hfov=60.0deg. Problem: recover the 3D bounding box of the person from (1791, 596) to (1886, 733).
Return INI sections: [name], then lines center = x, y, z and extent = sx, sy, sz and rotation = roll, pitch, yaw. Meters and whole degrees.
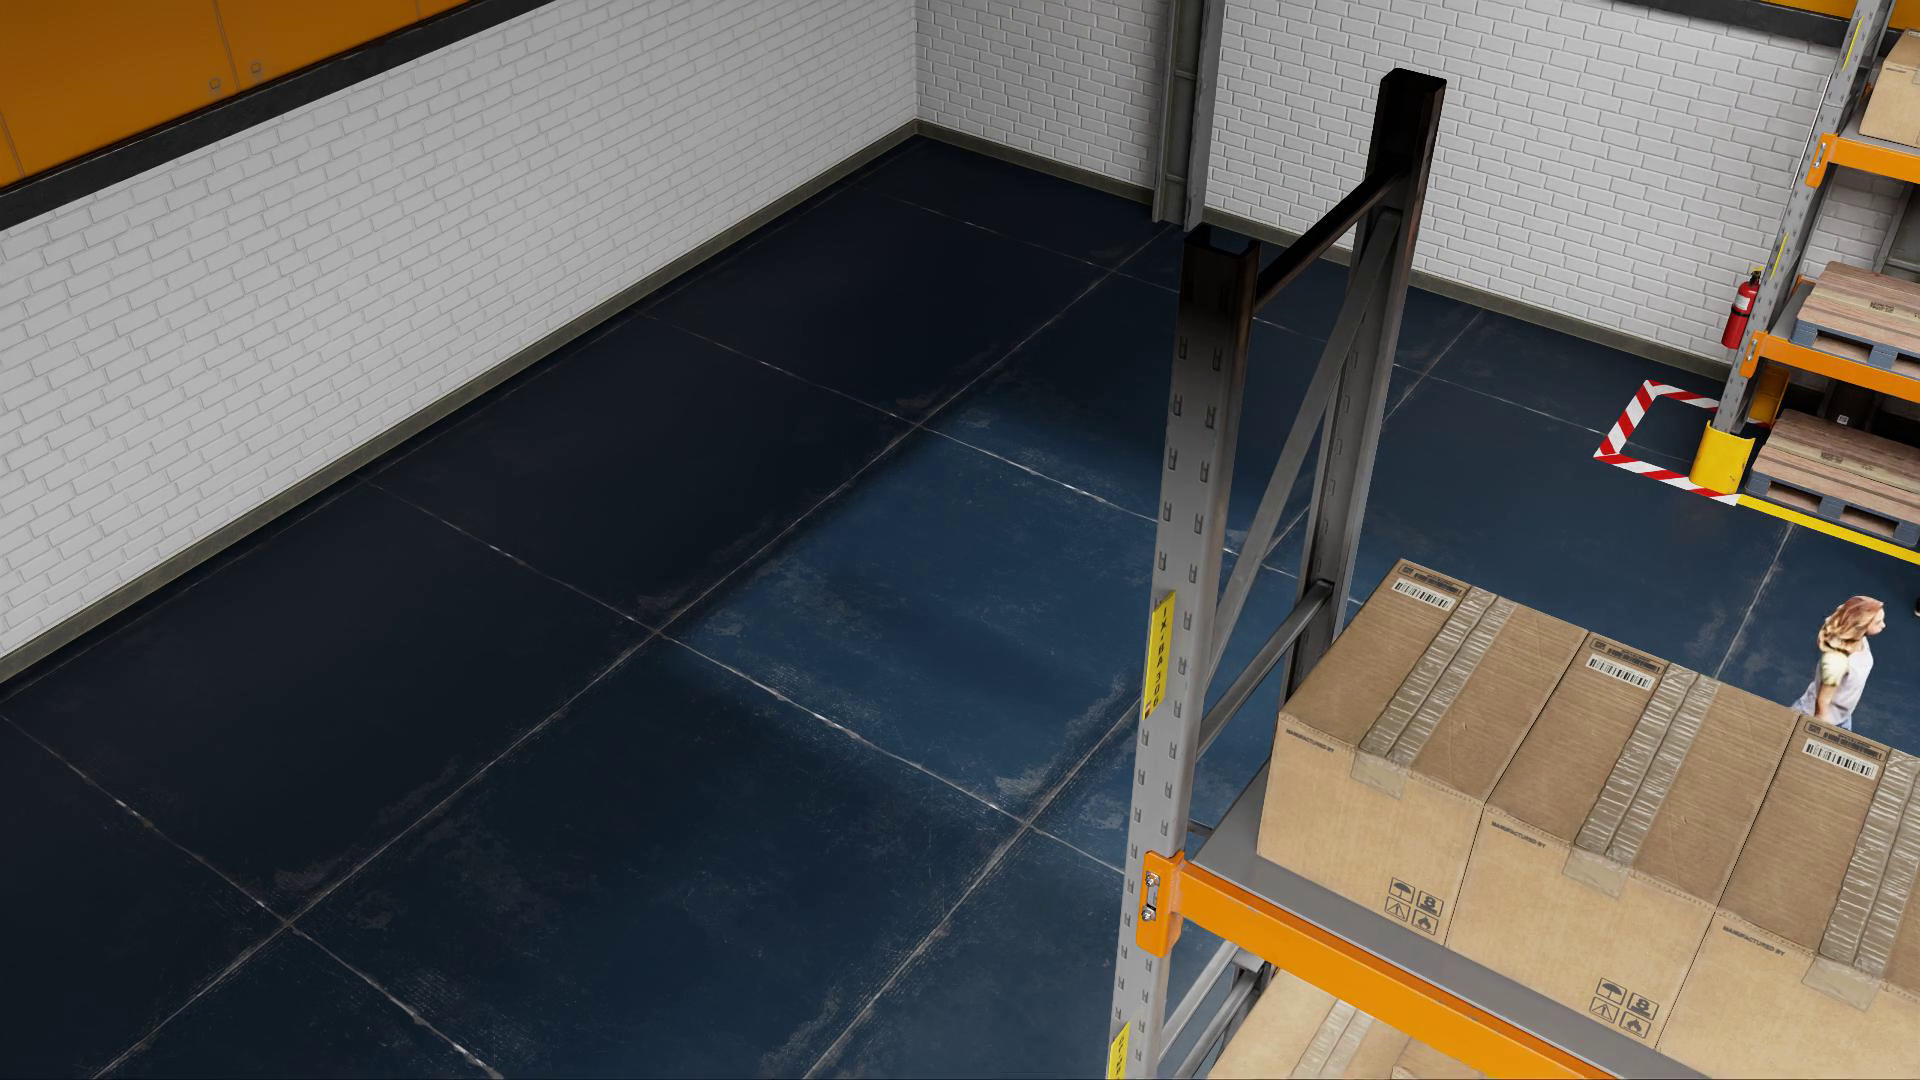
[person]
center = 4.781, 0.972, 9.470
extent = 1.156, 1.682, 0.652
rotation = 25, 45, 28
